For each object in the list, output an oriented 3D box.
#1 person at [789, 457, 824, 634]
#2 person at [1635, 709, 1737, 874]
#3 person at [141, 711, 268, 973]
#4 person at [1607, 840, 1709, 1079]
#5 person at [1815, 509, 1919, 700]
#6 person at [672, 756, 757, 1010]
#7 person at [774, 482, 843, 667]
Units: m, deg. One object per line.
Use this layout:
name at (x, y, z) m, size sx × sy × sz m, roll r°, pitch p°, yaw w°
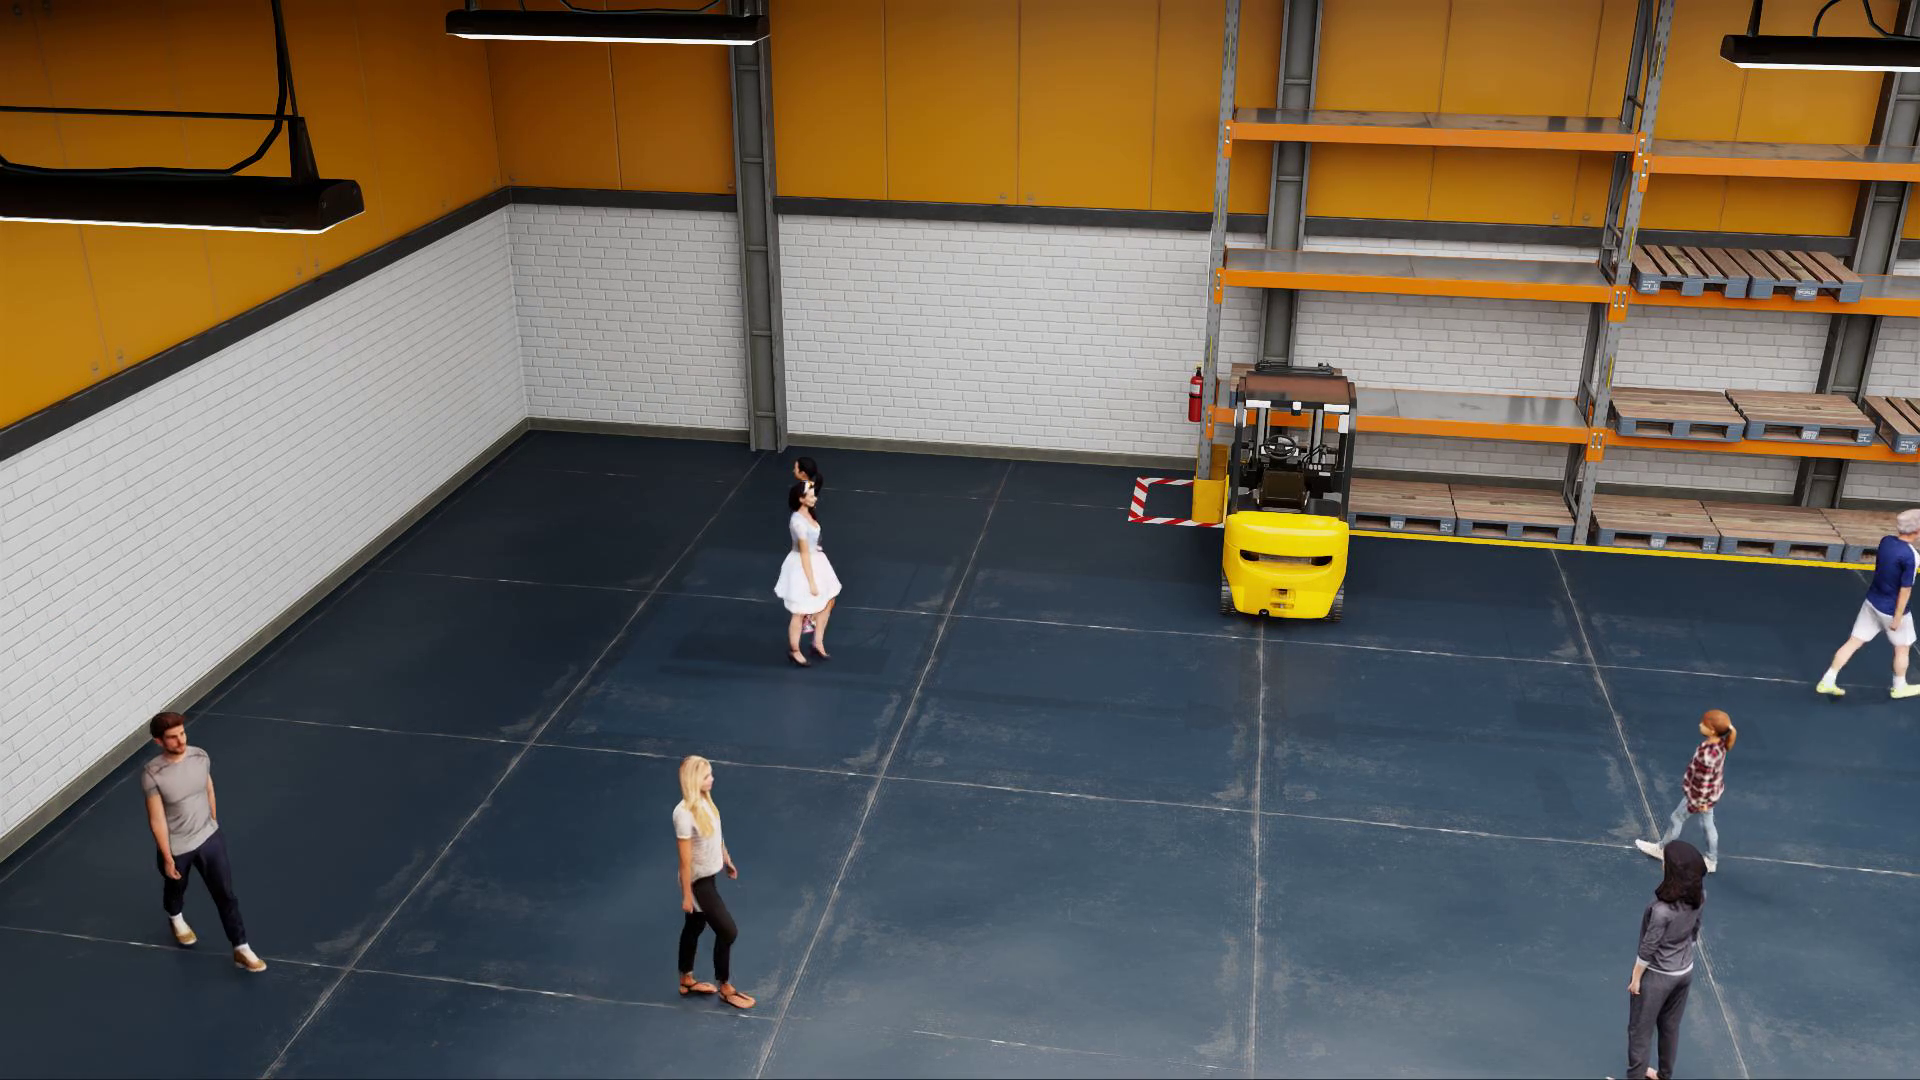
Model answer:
person at (-1.413, 0.032, 15.550) m, size 0.529 × 1.730 × 0.559 m, roll 4°, pitch 24°, yaw 8°
person at (5.427, 1.831, 11.990) m, size 0.874 × 1.285 × 0.756 m, roll 20°, pitch 31°, yaw 38°
person at (-5.152, 1.967, 10.975) m, size 1.292 × 1.850 × 1.081 m, roll 20°, pitch 31°, yaw 38°
person at (4.141, 2.545, 9.767) m, size 0.641 × 1.757 × 0.731 m, roll -12°, pitch 26°, yaw -25°
person at (7.828, 0.581, 14.211) m, size 1.262 × 1.796 × 0.948 m, roll -5°, pitch 24°, yaw -10°
person at (-1.750, 2.162, 10.577) m, size 0.793 × 1.810 × 0.663 m, roll 1°, pitch 24°, yaw 1°
person at (-1.466, 0.325, 14.790) m, size 0.815 × 1.800 × 0.683 m, roll 2°, pitch 24°, yaw 5°
